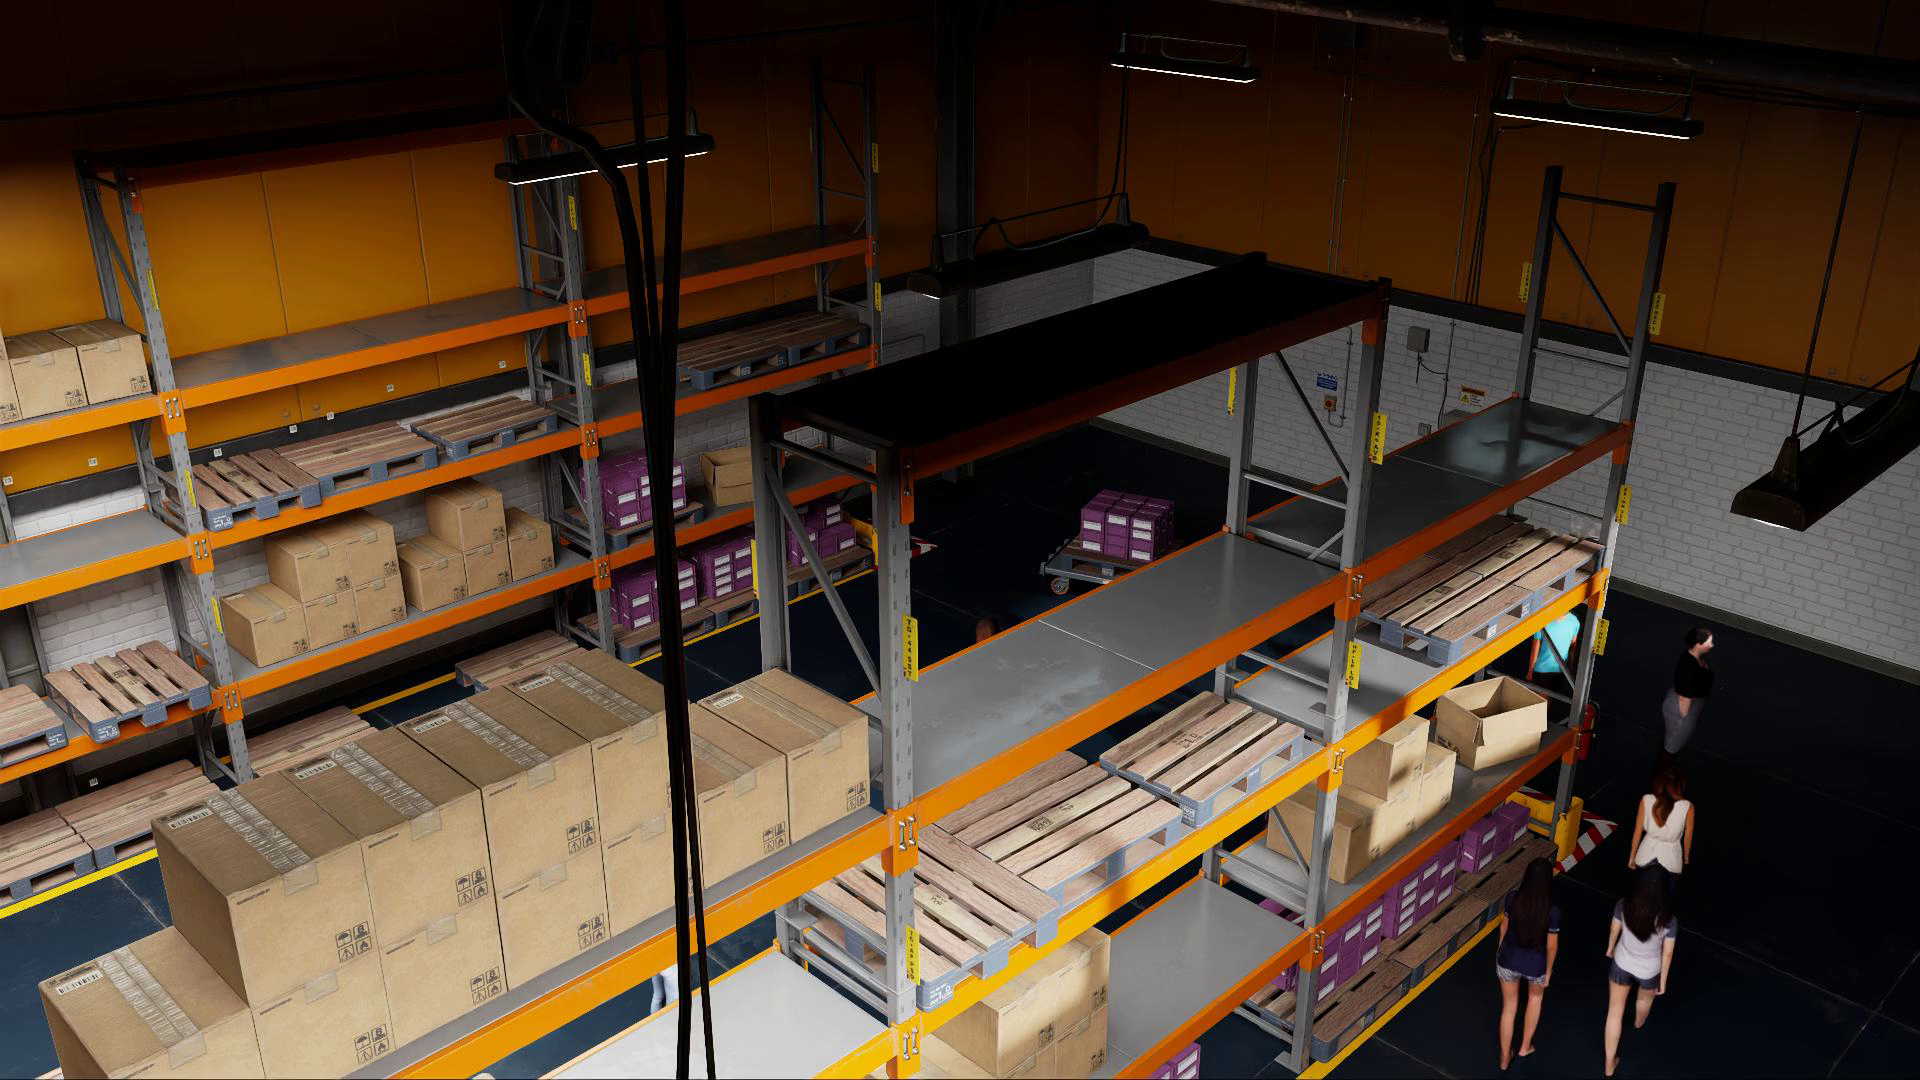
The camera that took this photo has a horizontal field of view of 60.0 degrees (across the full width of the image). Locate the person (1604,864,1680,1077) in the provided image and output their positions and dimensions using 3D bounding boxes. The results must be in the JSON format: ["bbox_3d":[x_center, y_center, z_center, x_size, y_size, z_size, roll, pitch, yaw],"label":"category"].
[{"bbox_3d":[4.885,3.152,12.084,0.788,1.665,1.138,14,27,28],"label":"person"}]

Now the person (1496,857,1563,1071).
[{"bbox_3d":[4.060,3.122,12.043,0.667,1.752,0.703,12,26,25],"label":"person"}]

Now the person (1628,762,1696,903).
[{"bbox_3d":[5.542,2.615,13.201,0.714,1.755,1.111,15,28,31],"label":"person"}]

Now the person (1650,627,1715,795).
[{"bbox_3d":[6.728,1.595,15.533,0.803,1.755,0.668,12,26,26],"label":"person"}]

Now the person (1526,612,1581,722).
[{"bbox_3d":[5.750,1.236,16.363,1.105,1.747,1.054,-6,24,-14],"label":"person"}]
